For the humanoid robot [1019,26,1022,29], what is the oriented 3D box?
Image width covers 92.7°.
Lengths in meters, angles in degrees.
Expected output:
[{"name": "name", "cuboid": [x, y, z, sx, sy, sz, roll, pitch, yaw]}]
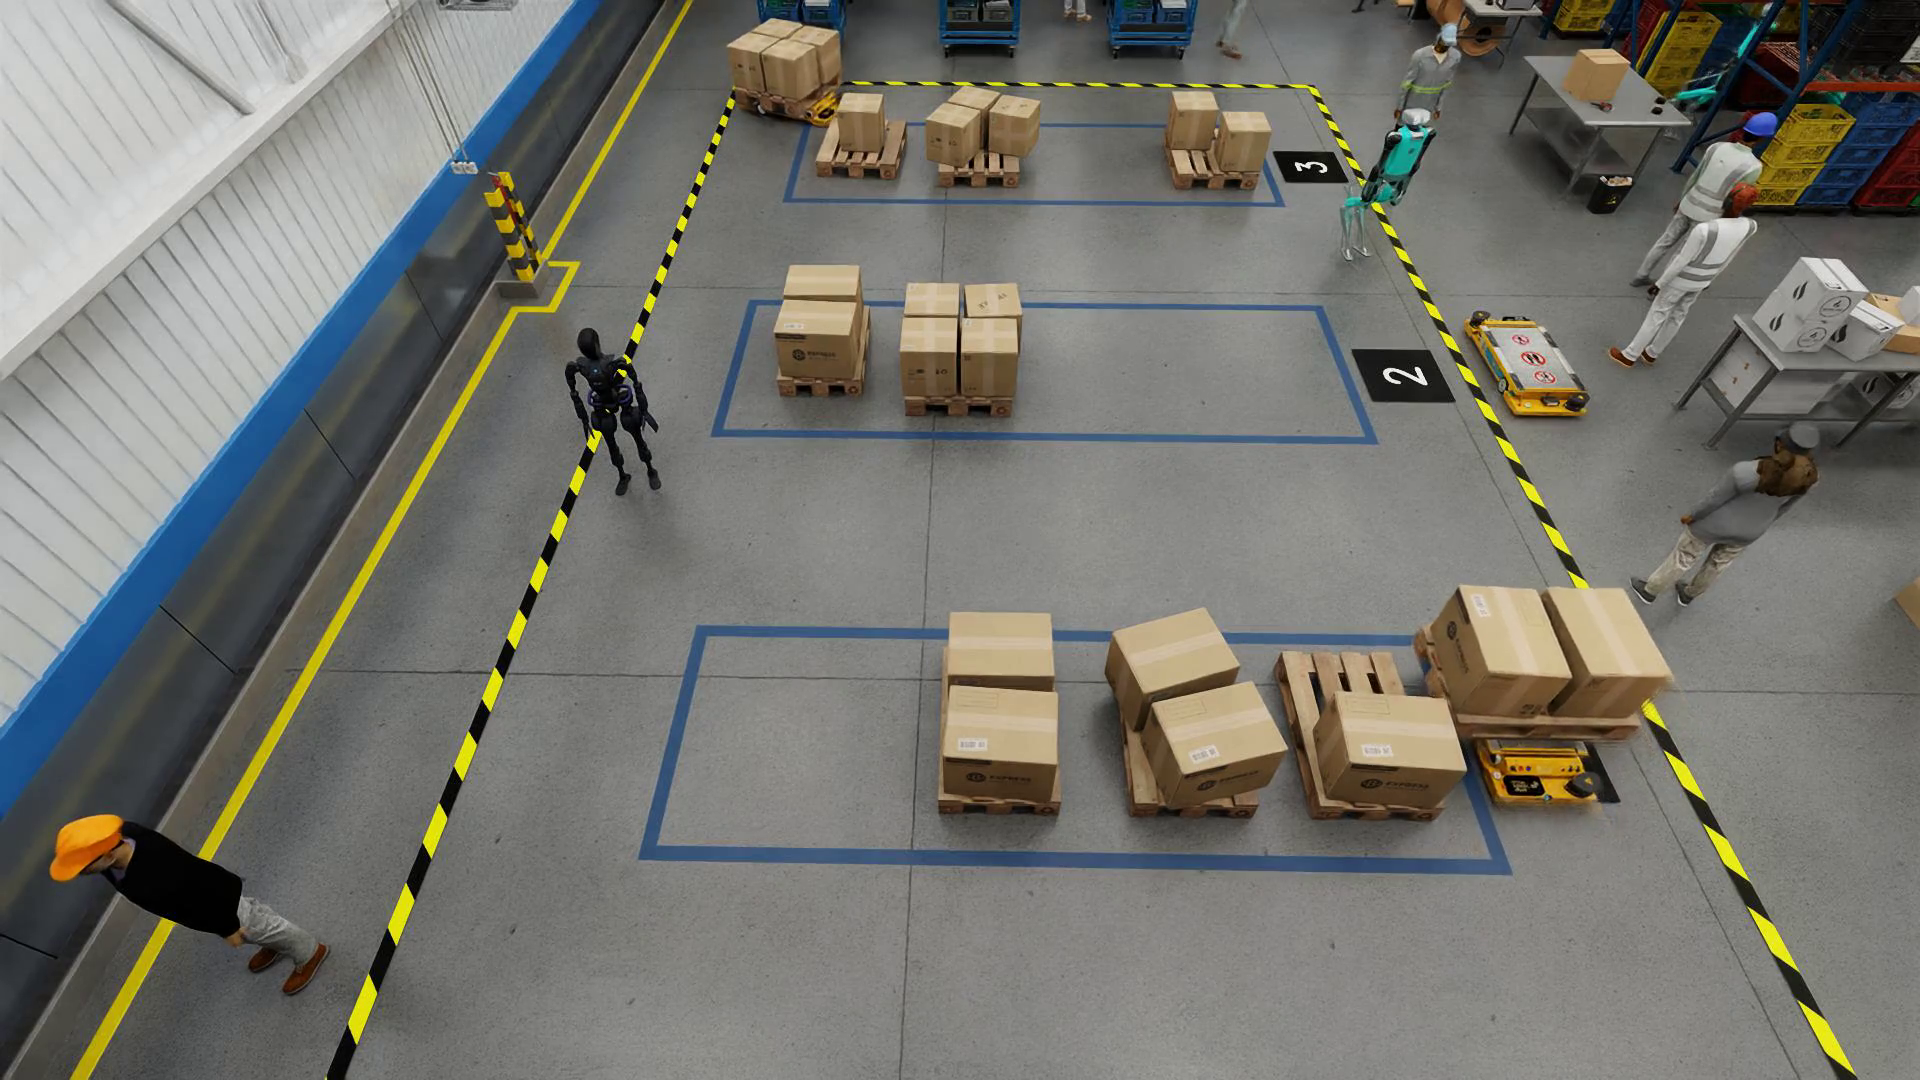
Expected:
[{"name": "humanoid robot", "cuboid": [0.656, -8.863, 14.282, 0.644, 1.629, 0.589, -1, 49, -1]}]

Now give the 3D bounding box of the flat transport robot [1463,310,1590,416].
[{"name": "flat transport robot", "cuboid": [5.573, -1.757, 9.054, 0.659, 0.231, 1.431, 1, 49, 1]}]

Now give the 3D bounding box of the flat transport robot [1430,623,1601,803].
[{"name": "flat transport robot", "cuboid": [3.906, 1.155, 6.515, 0.652, 0.197, 1.431, 1, 49, 1]}]

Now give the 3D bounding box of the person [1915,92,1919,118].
[{"name": "person", "cuboid": [13.368, -6.605, 12.097, 0.646, 2.016, 0.677, 30, 55, 23]}]

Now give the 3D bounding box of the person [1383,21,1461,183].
[{"name": "person", "cuboid": [5.522, -5.225, 11.009, 0.587, 1.853, 0.378, -2, 49, -2]}]

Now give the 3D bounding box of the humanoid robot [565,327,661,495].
[{"name": "humanoid robot", "cuboid": [-2.808, -1.032, 7.486, 0.599, 1.655, 0.315, -8, 50, -7]}]

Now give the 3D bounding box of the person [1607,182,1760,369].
[{"name": "person", "cuboid": [6.783, -2.428, 8.568, 0.572, 1.882, 0.356, -7, 49, -6]}]

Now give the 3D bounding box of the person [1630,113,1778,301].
[{"name": "person", "cuboid": [7.583, -3.360, 9.337, 0.412, 1.939, 0.609, -10, 50, -8]}]

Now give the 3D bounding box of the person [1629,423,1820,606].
[{"name": "person", "cuboid": [5.583, -0.129, 6.654, 0.563, 1.764, 0.402, 6, 49, 5]}]

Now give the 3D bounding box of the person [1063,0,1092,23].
[{"name": "person", "cuboid": [1.905, -9.227, 14.478, 0.429, 1.846, 0.621, -34, 57, -26]}]

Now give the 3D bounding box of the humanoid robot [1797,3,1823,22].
[{"name": "humanoid robot", "cuboid": [13.217, -8.615, 14.059, 0.615, 1.639, 0.475, -2, 49, -2]}]

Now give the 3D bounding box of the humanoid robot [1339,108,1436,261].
[{"name": "humanoid robot", "cuboid": [4.456, -3.853, 9.808, 0.533, 1.677, 0.735, -12, 50, -10]}]

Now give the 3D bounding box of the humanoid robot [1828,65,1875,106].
[{"name": "humanoid robot", "cuboid": [11.719, -6.189, 11.910, 0.947, 1.724, 0.562, -11, 50, -9]}]

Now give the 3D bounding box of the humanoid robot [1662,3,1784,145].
[{"name": "humanoid robot", "cuboid": [9.591, -5.857, 11.633, 0.963, 1.761, 0.553, 24, 53, 20]}]

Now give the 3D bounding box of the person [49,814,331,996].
[{"name": "person", "cuboid": [-3.979, 1.910, 4.812, 0.585, 1.885, 0.362, 22, 53, 18]}]

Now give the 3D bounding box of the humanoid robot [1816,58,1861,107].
[{"name": "humanoid robot", "cuboid": [11.199, -5.733, 11.530, 0.875, 1.783, 0.583, 37, 58, 27]}]

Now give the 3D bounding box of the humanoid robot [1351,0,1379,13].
[{"name": "humanoid robot", "cuboid": [6.864, -9.480, 14.827, 0.703, 1.633, 0.593, -21, 52, -17]}]

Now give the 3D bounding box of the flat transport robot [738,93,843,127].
[{"name": "flat transport robot", "cuboid": [-2.341, -6.158, 12.845, 1.431, 0.197, 0.652, 20, 52, 17]}]

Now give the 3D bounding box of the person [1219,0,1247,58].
[{"name": "person", "cuboid": [4.184, -8.237, 13.565, 0.386, 1.939, 0.631, 24, 53, 19]}]
